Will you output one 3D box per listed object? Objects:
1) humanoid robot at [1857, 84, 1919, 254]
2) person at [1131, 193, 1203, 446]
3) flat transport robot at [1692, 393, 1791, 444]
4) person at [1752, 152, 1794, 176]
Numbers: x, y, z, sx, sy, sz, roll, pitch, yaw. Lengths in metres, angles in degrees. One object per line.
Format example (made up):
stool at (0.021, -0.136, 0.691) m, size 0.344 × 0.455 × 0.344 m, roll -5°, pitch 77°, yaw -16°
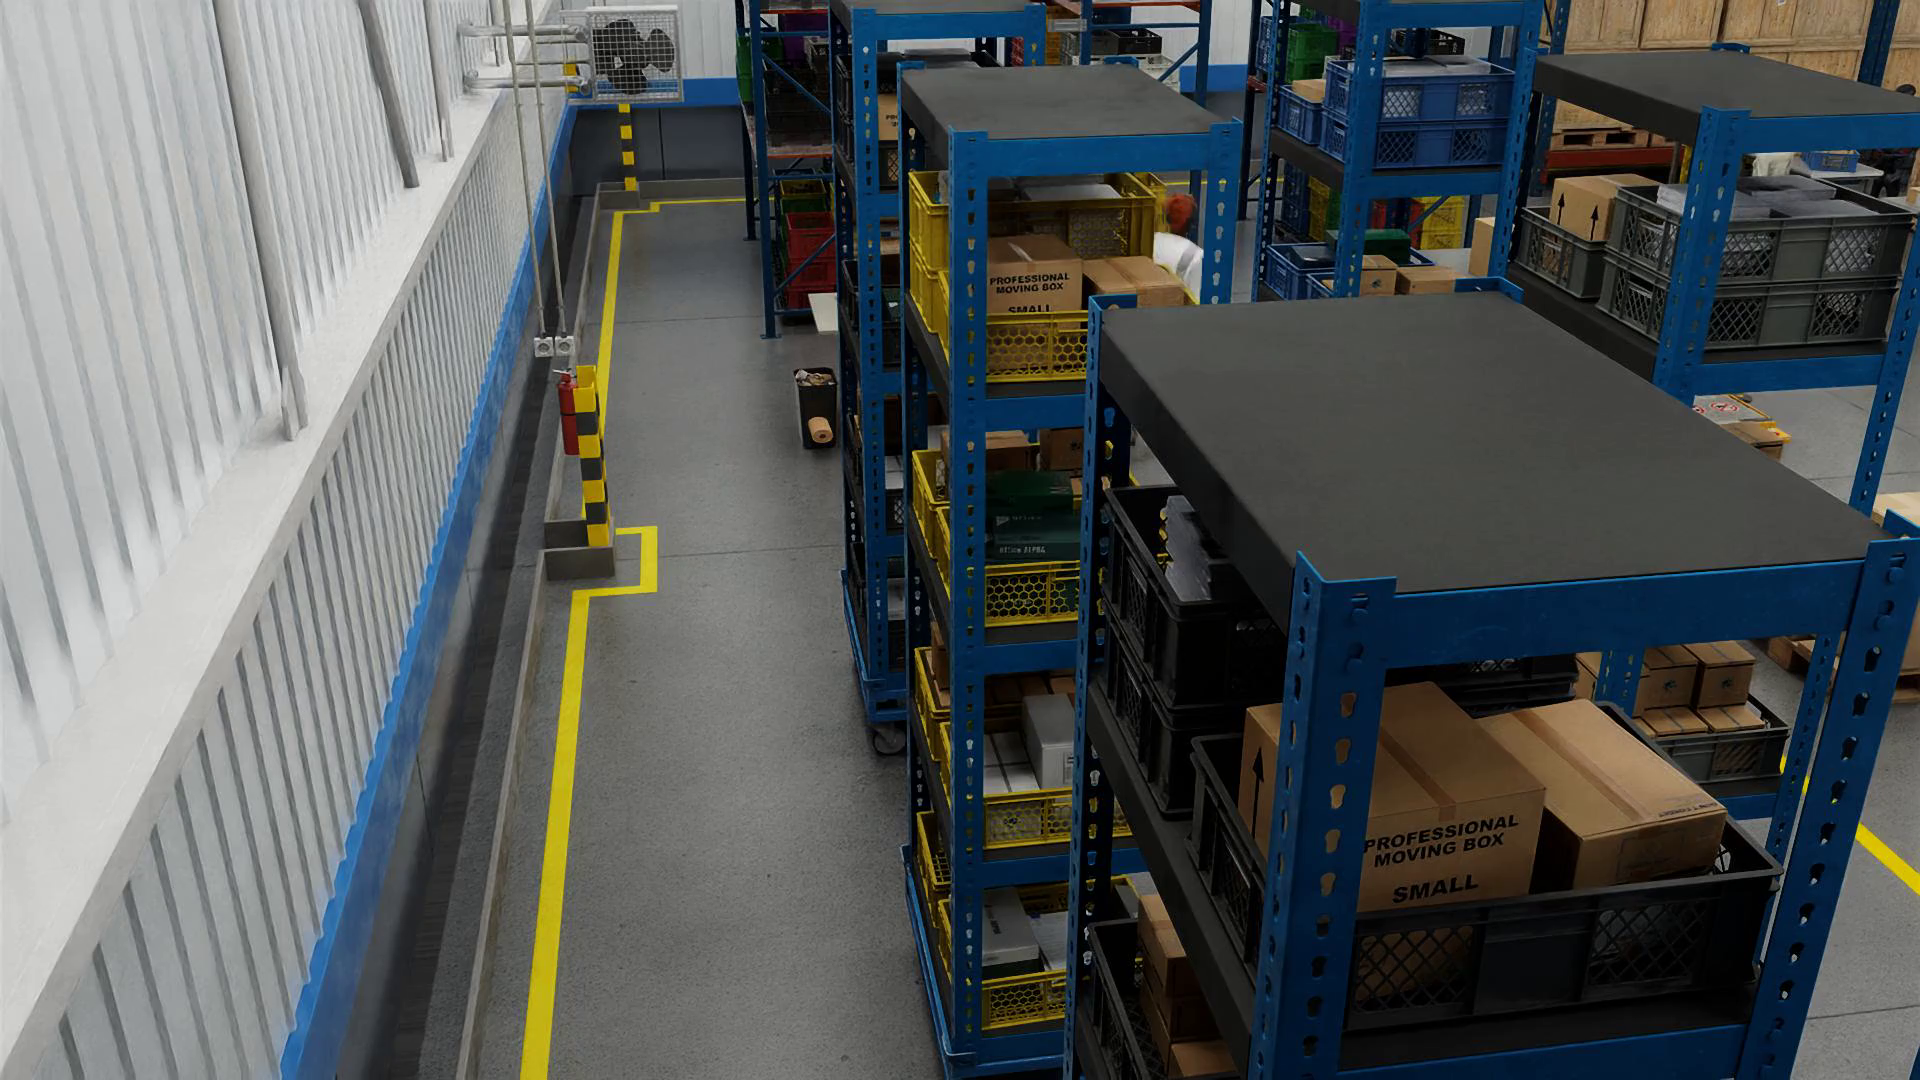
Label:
humanoid robot at (9.328, -3.732, 16.711) m, size 0.309 × 1.656 × 0.616 m, roll -8°, pitch 26°, yaw -17°
person at (1.443, -1.489, 11.623) m, size 0.589 × 1.867 × 0.615 m, roll 21°, pitch 32°, yaw 38°
flat transport robot at (5.224, -0.859, 12.132) m, size 1.431 × 0.197 × 0.652 m, roll -4°, pitch 25°, yaw -8°
person at (7.296, -3.053, 15.141) m, size 0.532 × 1.767 × 0.310 m, roll -17°, pitch 30°, yaw -33°
